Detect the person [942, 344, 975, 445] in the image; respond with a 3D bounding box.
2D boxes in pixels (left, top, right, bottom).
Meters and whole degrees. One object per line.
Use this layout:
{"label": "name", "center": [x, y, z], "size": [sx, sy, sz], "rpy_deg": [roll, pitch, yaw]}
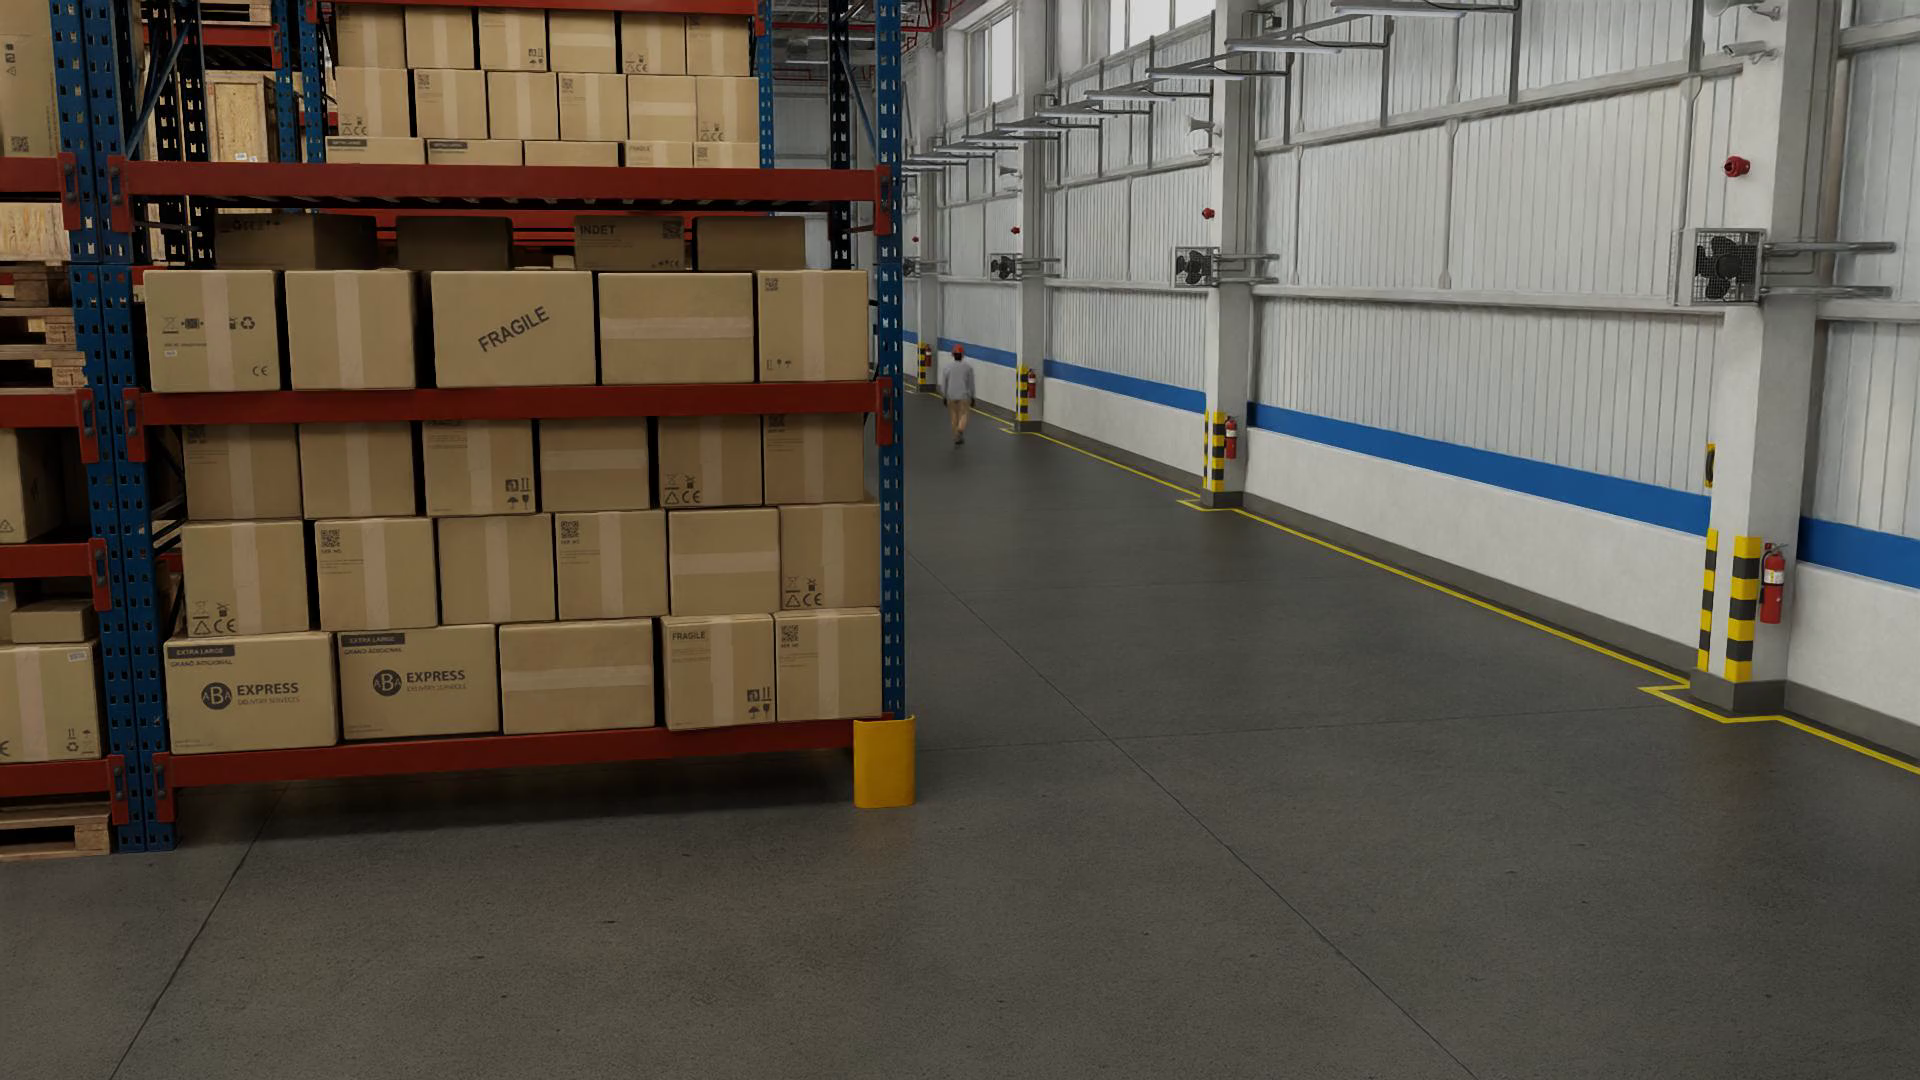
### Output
{"label": "person", "center": [-0.026, -2.468, 28.298], "size": [0.586, 1.737, 0.405], "rpy_deg": [2, 9, 11]}
